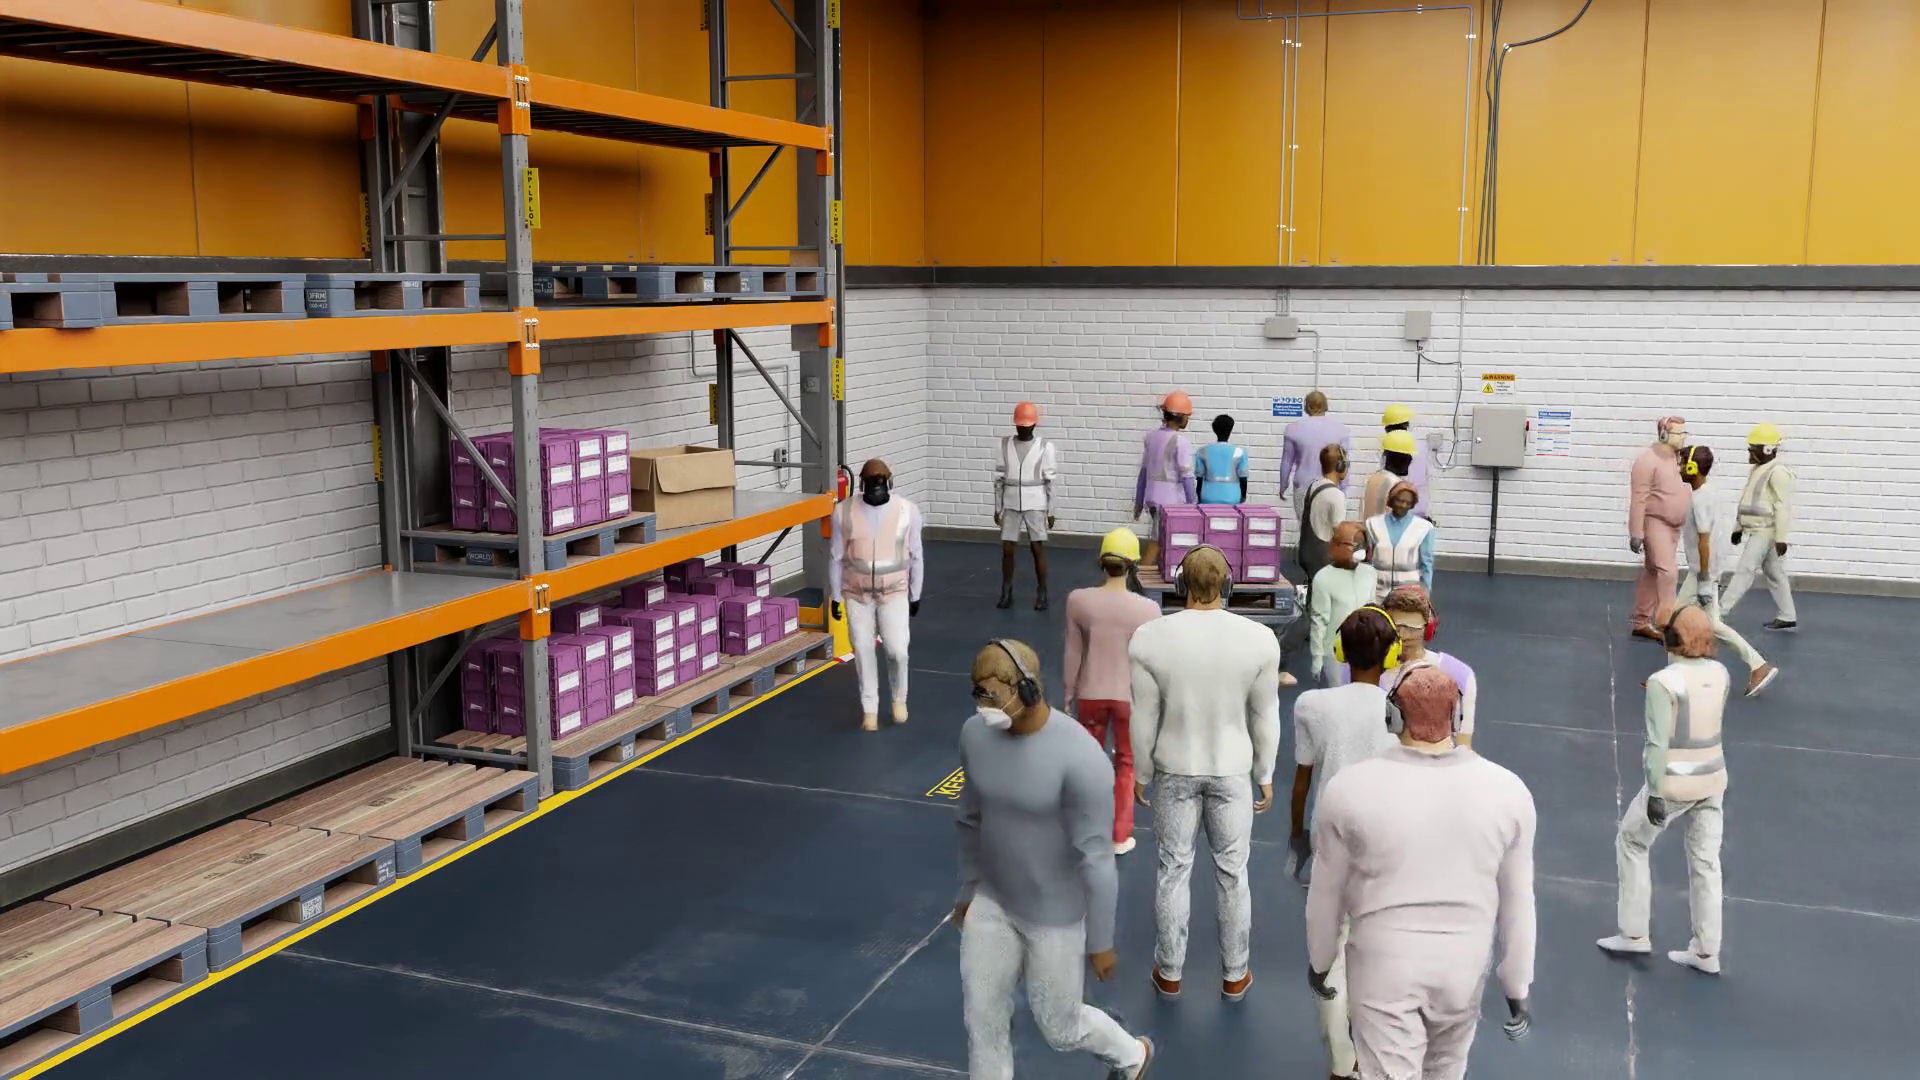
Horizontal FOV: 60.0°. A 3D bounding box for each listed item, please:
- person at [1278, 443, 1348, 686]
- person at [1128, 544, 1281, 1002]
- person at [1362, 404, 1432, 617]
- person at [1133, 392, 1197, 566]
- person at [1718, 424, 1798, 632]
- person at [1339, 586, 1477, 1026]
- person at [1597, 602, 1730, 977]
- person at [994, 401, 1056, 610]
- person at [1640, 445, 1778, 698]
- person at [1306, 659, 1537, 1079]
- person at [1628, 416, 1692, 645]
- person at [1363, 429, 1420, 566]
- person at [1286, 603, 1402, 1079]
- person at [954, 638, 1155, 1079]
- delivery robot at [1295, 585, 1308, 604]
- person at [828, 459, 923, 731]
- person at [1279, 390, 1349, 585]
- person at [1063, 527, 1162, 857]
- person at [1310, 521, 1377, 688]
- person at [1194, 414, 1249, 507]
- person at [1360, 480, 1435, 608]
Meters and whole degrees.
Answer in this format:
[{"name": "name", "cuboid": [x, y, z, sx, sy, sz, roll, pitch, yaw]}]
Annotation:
[{"name": "person", "cuboid": [2.590, 0.201, 12.231, 0.777, 1.797, 0.634, -2, 9, -12]}, {"name": "person", "cuboid": [1.009, 0.972, 6.935, 0.630, 1.940, 0.373, 1, 9, 7]}, {"name": "person", "cuboid": [3.872, -0.270, 14.895, 0.923, 1.878, 0.581, 8, 12, 42]}, {"name": "person", "cuboid": [1.935, -0.345, 15.065, 1.060, 1.978, 0.630, -4, 10, -25]}, {"name": "person", "cuboid": [6.709, -0.092, 14.091, 0.930, 1.778, 0.623, 2, 9, 11]}, {"name": "person", "cuboid": [1.801, 1.067, 6.824, 0.562, 1.778, 1.013, 5, 10, 26]}, {"name": "person", "cuboid": [3.119, 1.075, 7.298, 0.530, 1.620, 0.614, -4, 10, -26]}, {"name": "person", "cuboid": [0.576, -0.307, 15.058, 0.569, 1.911, 0.422, 2, 9, 15]}, {"name": "person", "cuboid": [5.416, 0.236, 11.929, 0.835, 1.830, 0.578, 7, 12, 39]}, {"name": "person", "cuboid": [1.404, 1.286, 5.211, 0.663, 1.862, 0.893, 0, 9, 0]}, {"name": "person", "cuboid": [5.866, -0.066, 13.608, 0.673, 1.881, 0.785, -7, 11, -38]}, {"name": "person", "cuboid": [3.123, 0.108, 12.533, 0.885, 1.891, 0.611, -1, 9, -6]}, {"name": "person", "cuboid": [1.453, 1.148, 6.113, 0.511, 1.856, 0.374, 3, 10, 19]}, {"name": "person", "cuboid": [0.306, 1.216, 5.576, 0.687, 1.889, 0.869, 9, 13, 44]}, {"name": "delivery robot", "cuboid": [3.174, 0.504, 13.911, 0.707, 0.478, 0.477, 1, 9, 6]}, {"name": "person", "cuboid": [-0.562, 0.366, 11.091, 0.625, 1.827, 0.445, 0, 9, 1]}, {"name": "person", "cuboid": [3.455, -0.508, 16.278, 0.636, 1.914, 0.542, 0, 9, -1]}, {"name": "person", "cuboid": [0.762, 0.810, 8.515, 0.536, 1.751, 0.577, 4, 10, 21]}, {"name": "person", "cuboid": [2.231, 0.668, 9.880, 0.504, 1.612, 0.646, -6, 11, -31]}, {"name": "person", "cuboid": [2.579, -0.400, 16.335, 0.547, 1.676, 0.680, 3, 9, 16]}, {"name": "person", "cuboid": [3.067, 0.373, 11.711, 0.525, 1.617, 0.504, 4, 10, 25]}]
